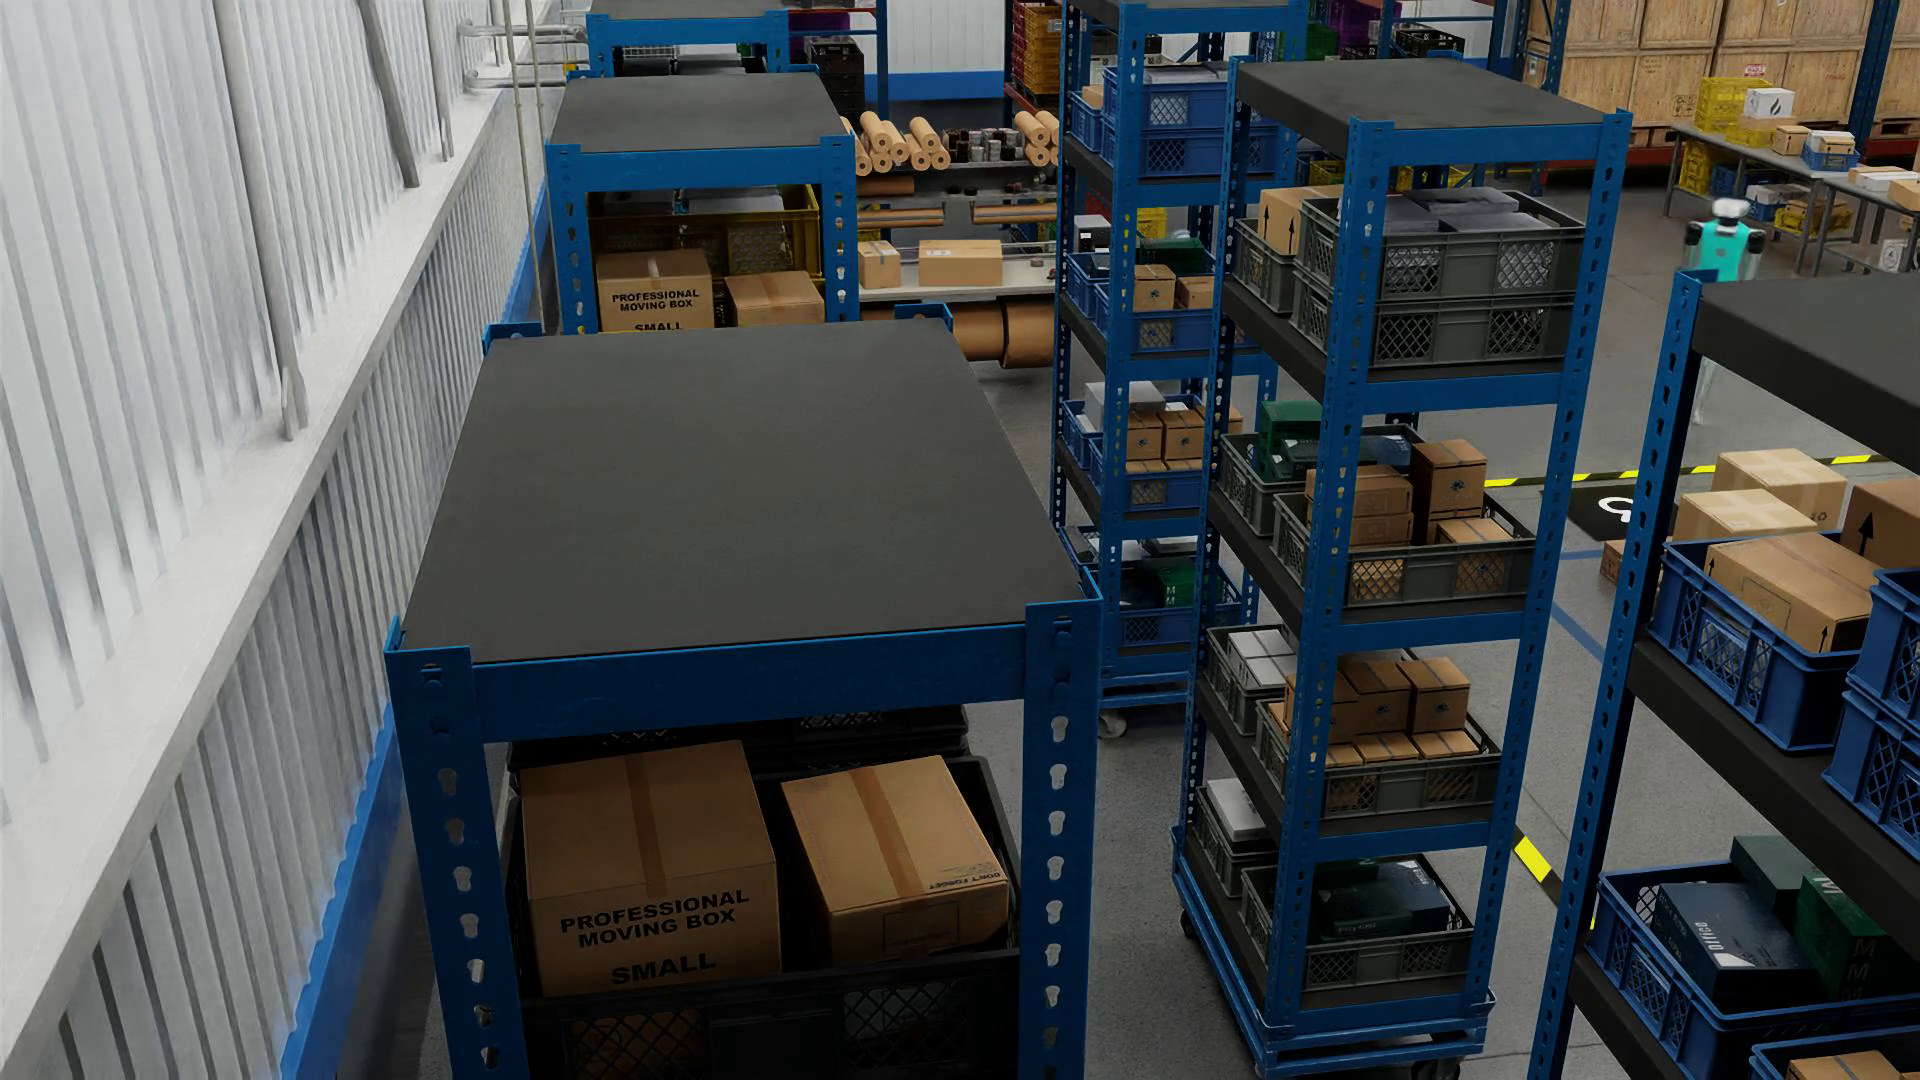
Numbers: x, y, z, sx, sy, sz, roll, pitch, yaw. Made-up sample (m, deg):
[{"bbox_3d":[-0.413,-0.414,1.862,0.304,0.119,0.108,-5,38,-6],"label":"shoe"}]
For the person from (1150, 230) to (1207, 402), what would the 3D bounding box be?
[{"bbox_3d":[1.407,-1.105,10.806,0.589,1.852,0.365,-4,25,-8],"label":"person"}]

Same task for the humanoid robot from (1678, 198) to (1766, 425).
[{"bbox_3d":[5.510,-1.678,12.200,0.550,1.768,0.801,13,28,26],"label":"humanoid robot"}]
